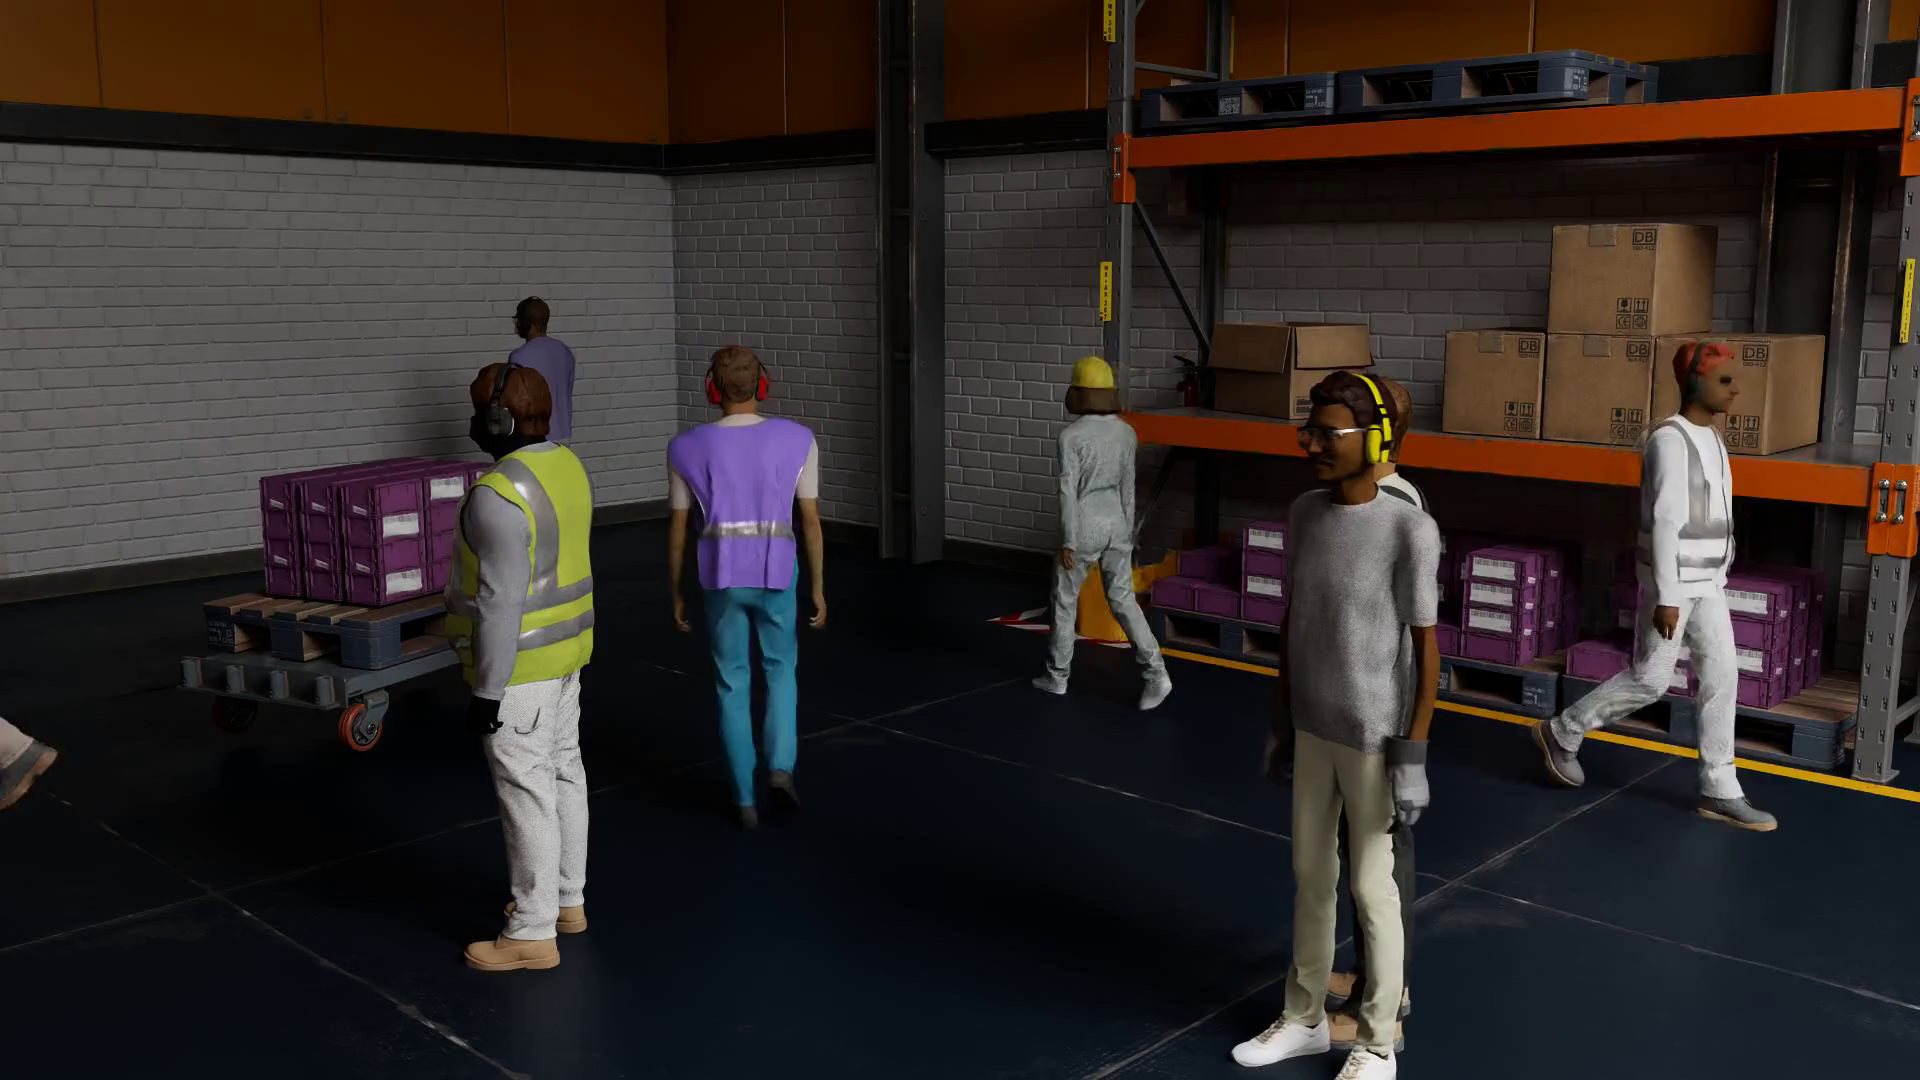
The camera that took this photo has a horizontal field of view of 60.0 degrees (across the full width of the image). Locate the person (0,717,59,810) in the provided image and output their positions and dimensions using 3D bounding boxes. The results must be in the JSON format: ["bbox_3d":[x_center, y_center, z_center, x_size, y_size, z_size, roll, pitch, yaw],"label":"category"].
[{"bbox_3d":[-3.724,0.187,5.903,0.704,1.964,0.636,-7,11,-36],"label":"person"}]

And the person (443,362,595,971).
[{"bbox_3d":[-1.342,0.382,5.080,0.429,1.844,0.625,1,9,8],"label":"person"}]

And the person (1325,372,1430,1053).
[{"bbox_3d":[1.115,0.469,4.535,0.329,1.844,0.509,4,10,22],"label":"person"}]

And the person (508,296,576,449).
[{"bbox_3d":[-2.770,-0.633,11.002,0.374,1.941,0.627,3,10,20],"label":"person"}]

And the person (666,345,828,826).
[{"bbox_3d":[-0.811,0.181,6.327,0.604,1.829,0.445,-2,9,-10],"label":"person"}]

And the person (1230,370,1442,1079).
[{"bbox_3d":[0.973,0.507,4.227,0.335,1.873,0.521,-6,11,-32],"label":"person"}]

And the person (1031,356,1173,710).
[{"bbox_3d":[0.701,-0.035,8.063,0.493,1.711,0.847,-6,11,-34],"label":"person"}]

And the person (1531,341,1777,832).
[{"bbox_3d":[2.730,0.155,6.440,0.579,1.857,0.869,-9,13,-43],"label":"person"}]
